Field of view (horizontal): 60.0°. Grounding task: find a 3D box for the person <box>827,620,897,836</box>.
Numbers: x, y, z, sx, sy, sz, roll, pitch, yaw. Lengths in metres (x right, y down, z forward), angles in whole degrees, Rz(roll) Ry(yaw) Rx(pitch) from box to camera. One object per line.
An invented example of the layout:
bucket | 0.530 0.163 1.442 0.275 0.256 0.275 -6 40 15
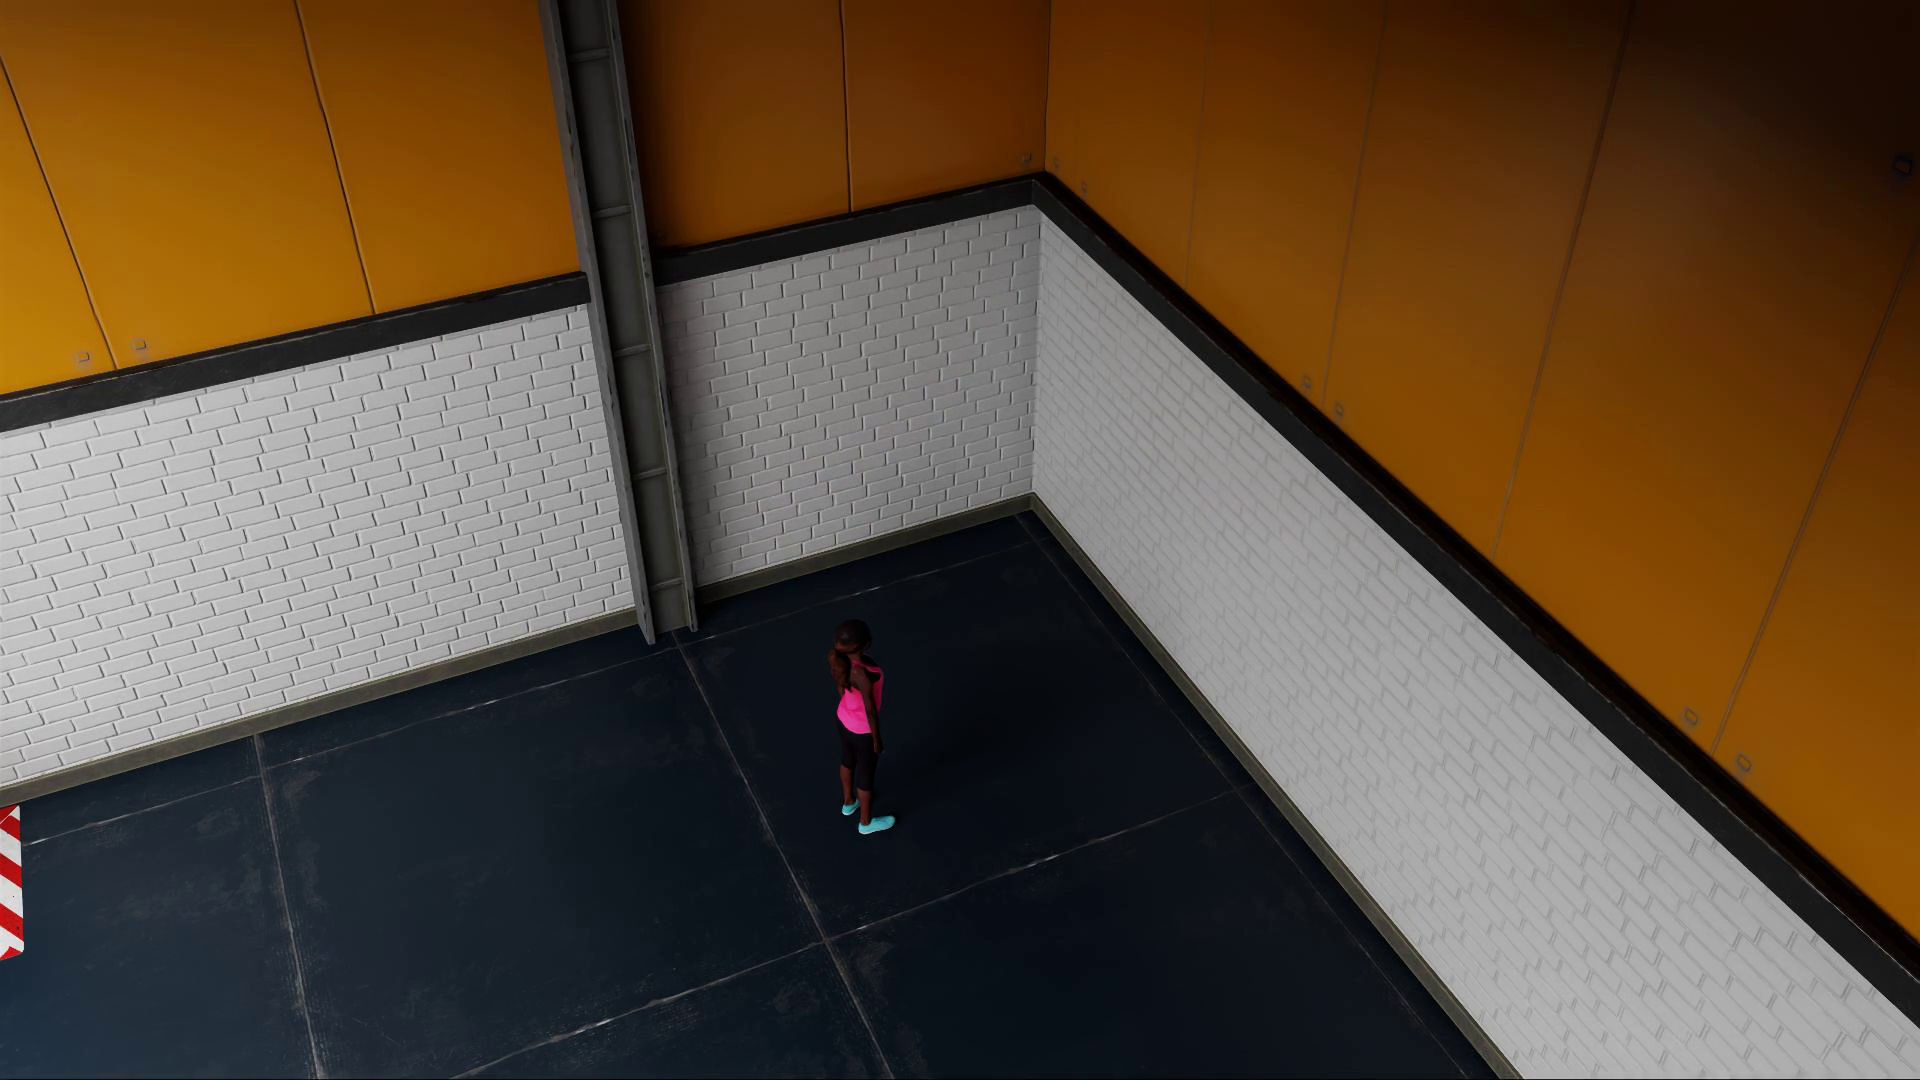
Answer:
person | -0.654 1.178 10.610 0.571 1.723 0.572 -21 43 -24
